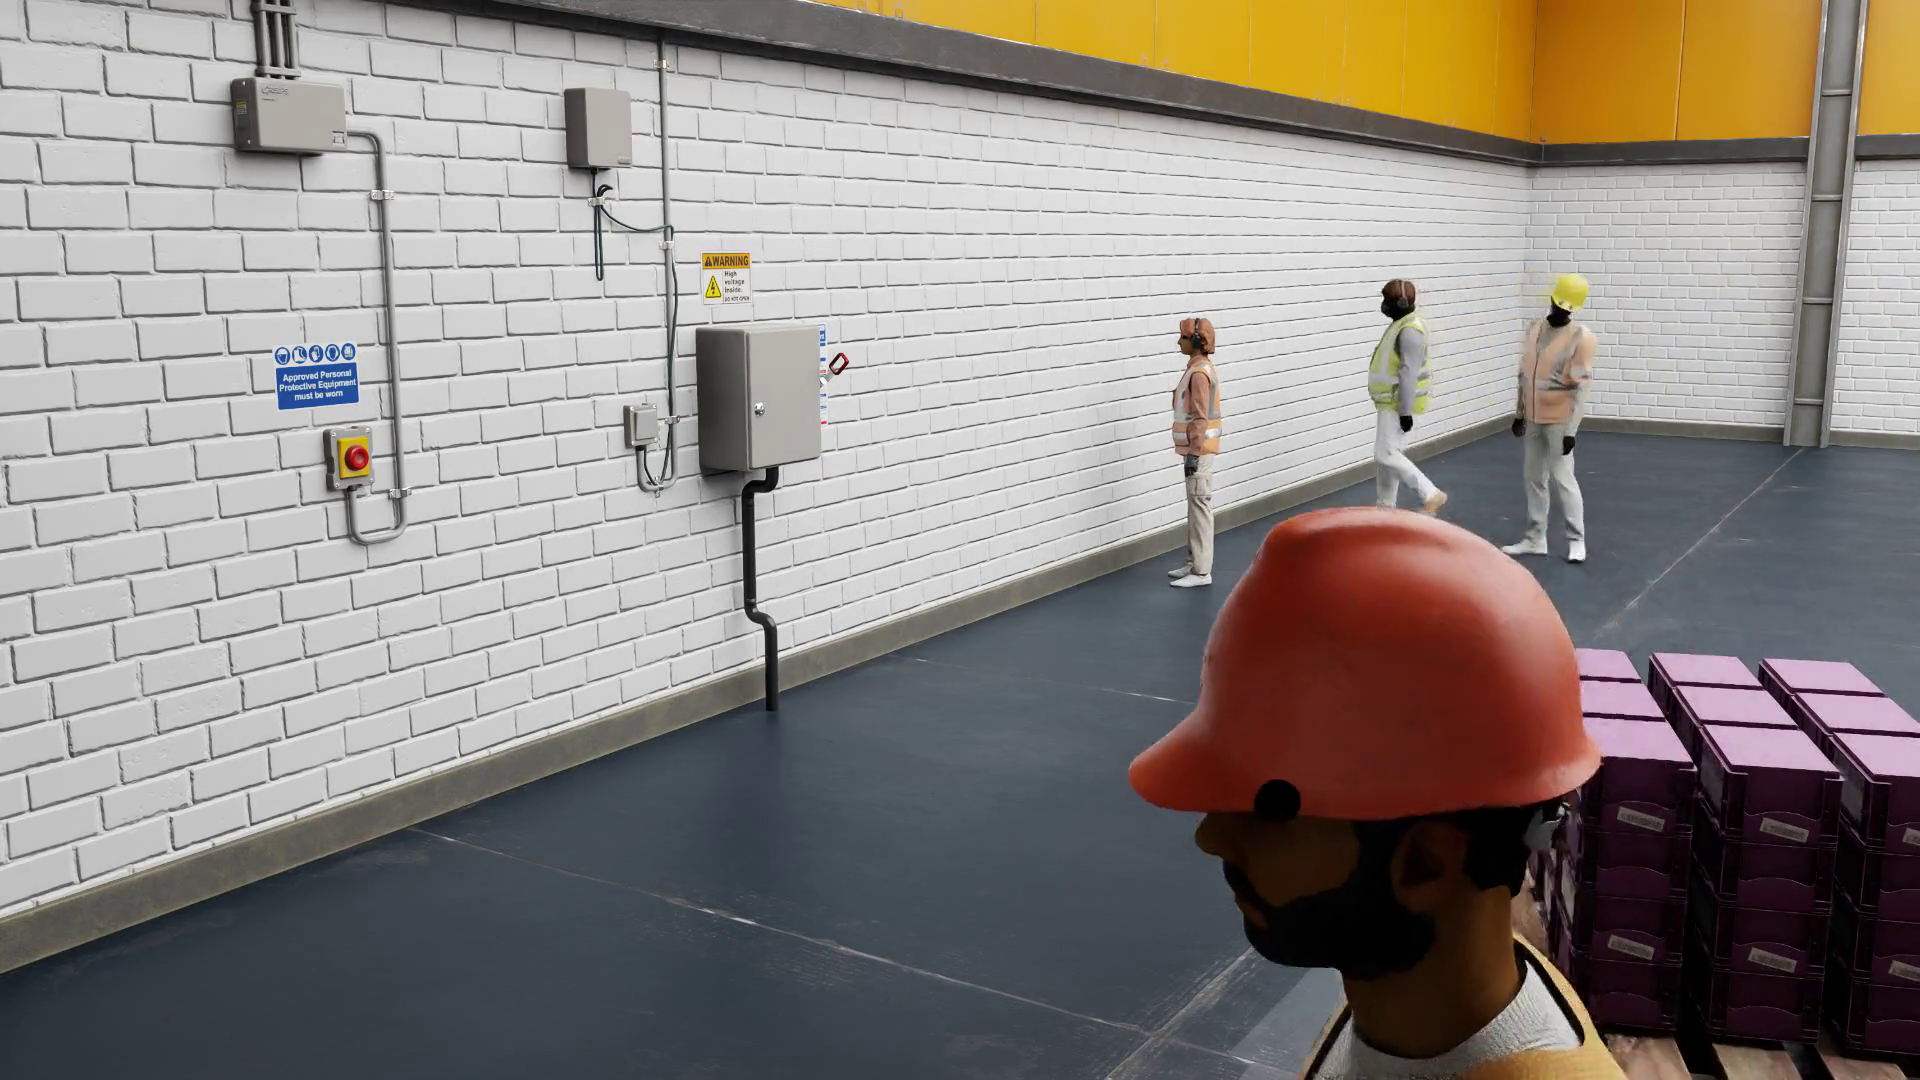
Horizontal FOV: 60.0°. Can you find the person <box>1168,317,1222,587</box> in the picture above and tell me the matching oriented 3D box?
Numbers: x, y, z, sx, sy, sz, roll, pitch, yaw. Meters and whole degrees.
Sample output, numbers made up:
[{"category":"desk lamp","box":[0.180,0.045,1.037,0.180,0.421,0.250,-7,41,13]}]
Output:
[{"category":"person","box":[1.435,-0.532,10.128,0.307,1.640,0.519,1,10,6]}]

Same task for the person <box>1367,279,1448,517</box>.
[{"category":"person","box":[3.207,-0.976,12.067,0.544,1.825,0.633,2,10,9]}]

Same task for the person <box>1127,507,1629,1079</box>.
[{"category":"person","box":[0.250,0.927,1.252,0.579,1.918,0.547,0,10,2]}]

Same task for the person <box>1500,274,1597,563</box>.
[{"category":"person","box":[3.909,-0.793,10.917,0.390,1.882,0.686,-3,11,-18]}]
